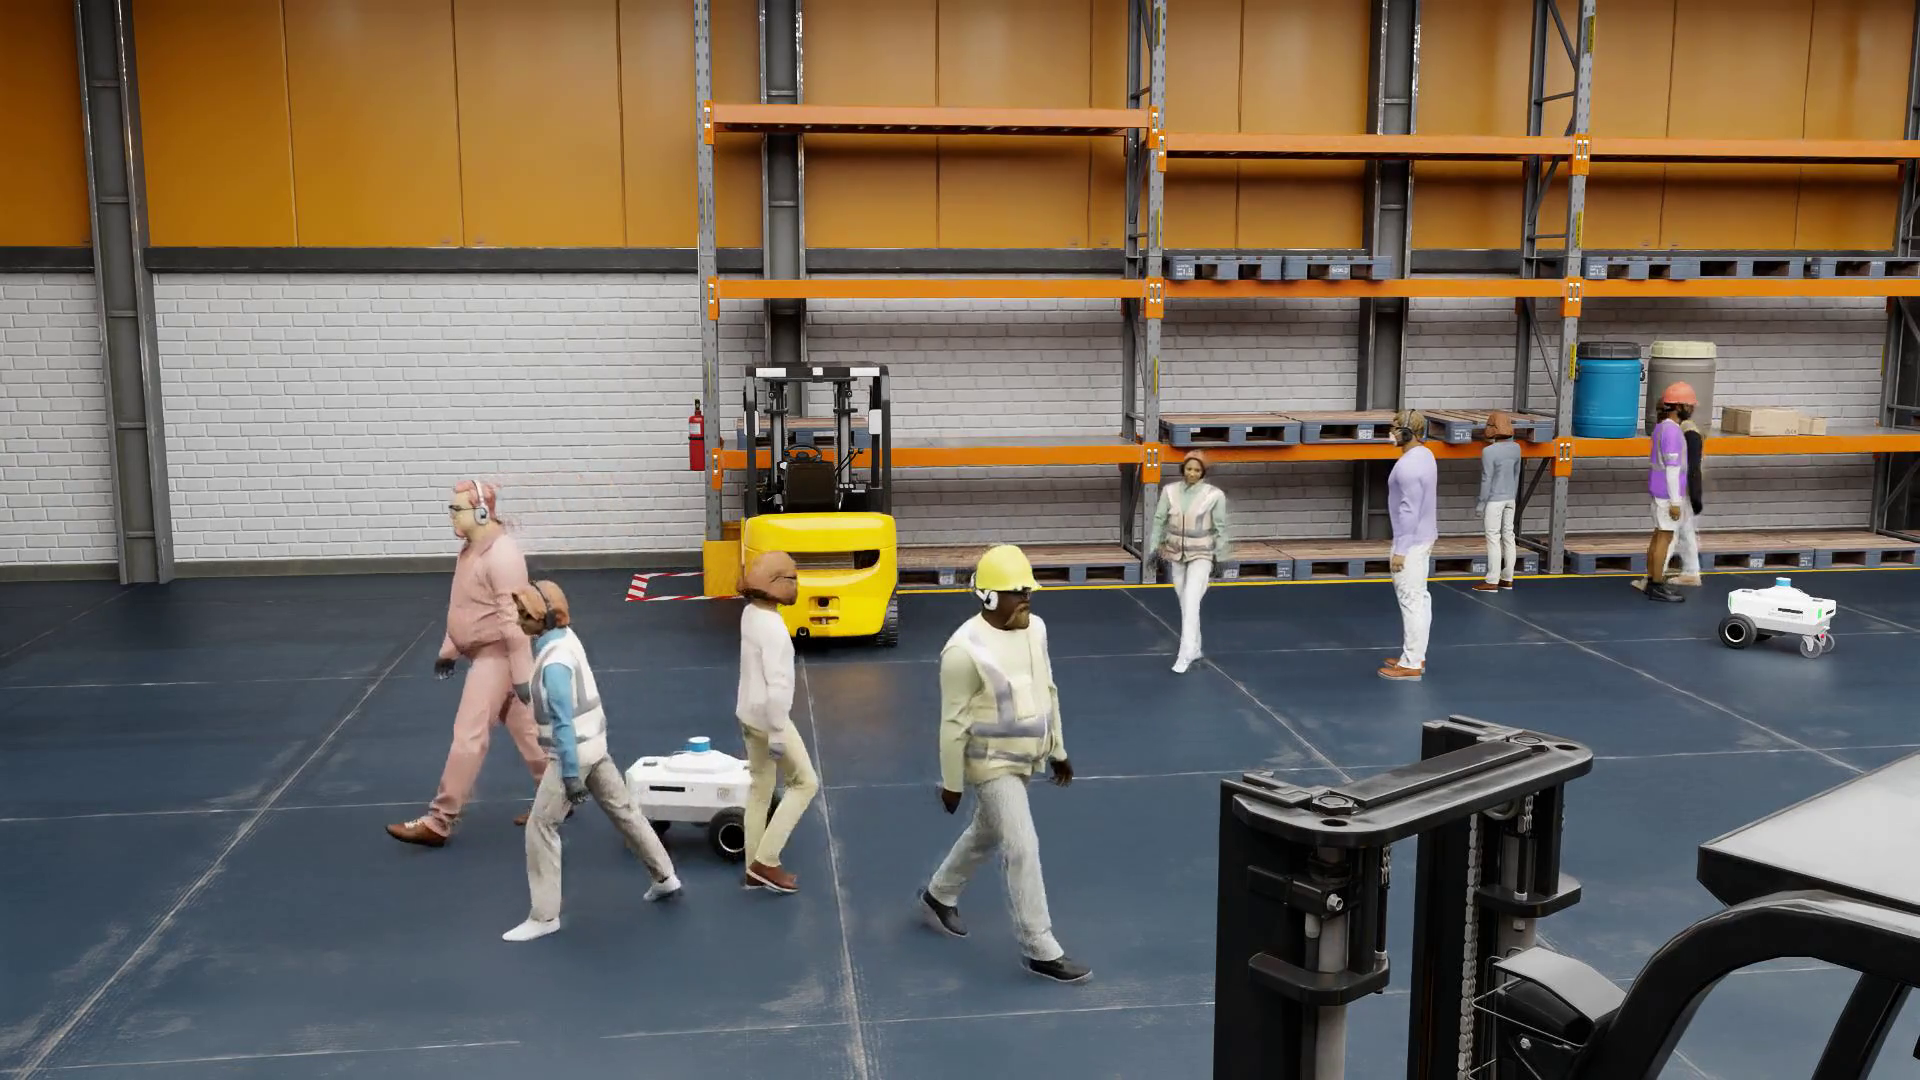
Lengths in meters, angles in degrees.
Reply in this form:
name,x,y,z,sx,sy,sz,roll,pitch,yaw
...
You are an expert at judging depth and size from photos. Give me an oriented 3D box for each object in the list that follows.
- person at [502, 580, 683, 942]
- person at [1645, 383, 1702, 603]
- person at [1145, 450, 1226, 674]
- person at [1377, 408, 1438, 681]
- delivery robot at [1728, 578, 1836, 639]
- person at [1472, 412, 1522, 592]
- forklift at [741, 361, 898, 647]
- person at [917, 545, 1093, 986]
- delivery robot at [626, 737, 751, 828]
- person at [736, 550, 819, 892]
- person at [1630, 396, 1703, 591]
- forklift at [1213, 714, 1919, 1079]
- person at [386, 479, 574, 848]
name,x,y,z,sx,sy,sz,roll,pitch,yaw
person,-1.606,0.935,7.315,0.774,1.585,0.553,-1,9,-9
person,6.284,-0.416,14.676,0.380,1.929,0.577,3,9,15
person,1.622,0.158,12.067,0.527,1.608,0.741,7,12,38
person,3.194,0.034,11.825,0.375,1.939,0.628,4,10,26
delivery robot,6.289,0.532,12.734,0.477,0.478,0.707,-9,13,-44
person,4.885,-0.342,15.119,0.497,1.634,0.279,-6,11,-33
forklift,-1.154,-0.340,13.365,1.214,2.155,2.313,-1,9,-7
person,0.151,0.891,6.954,0.938,1.796,0.587,6,11,34
delivery robot,-1.304,1.233,8.355,0.707,0.478,0.477,1,9,7
person,-0.867,0.845,7.743,0.359,1.616,0.511,-5,10,-26
person,6.447,-0.420,15.134,0.923,1.782,0.710,-1,9,-6
forklift,1.441,1.425,2.350,1.214,2.155,2.313,-7,12,-39
person,-2.444,0.612,8.482,0.979,1.854,0.653,-4,10,-24
